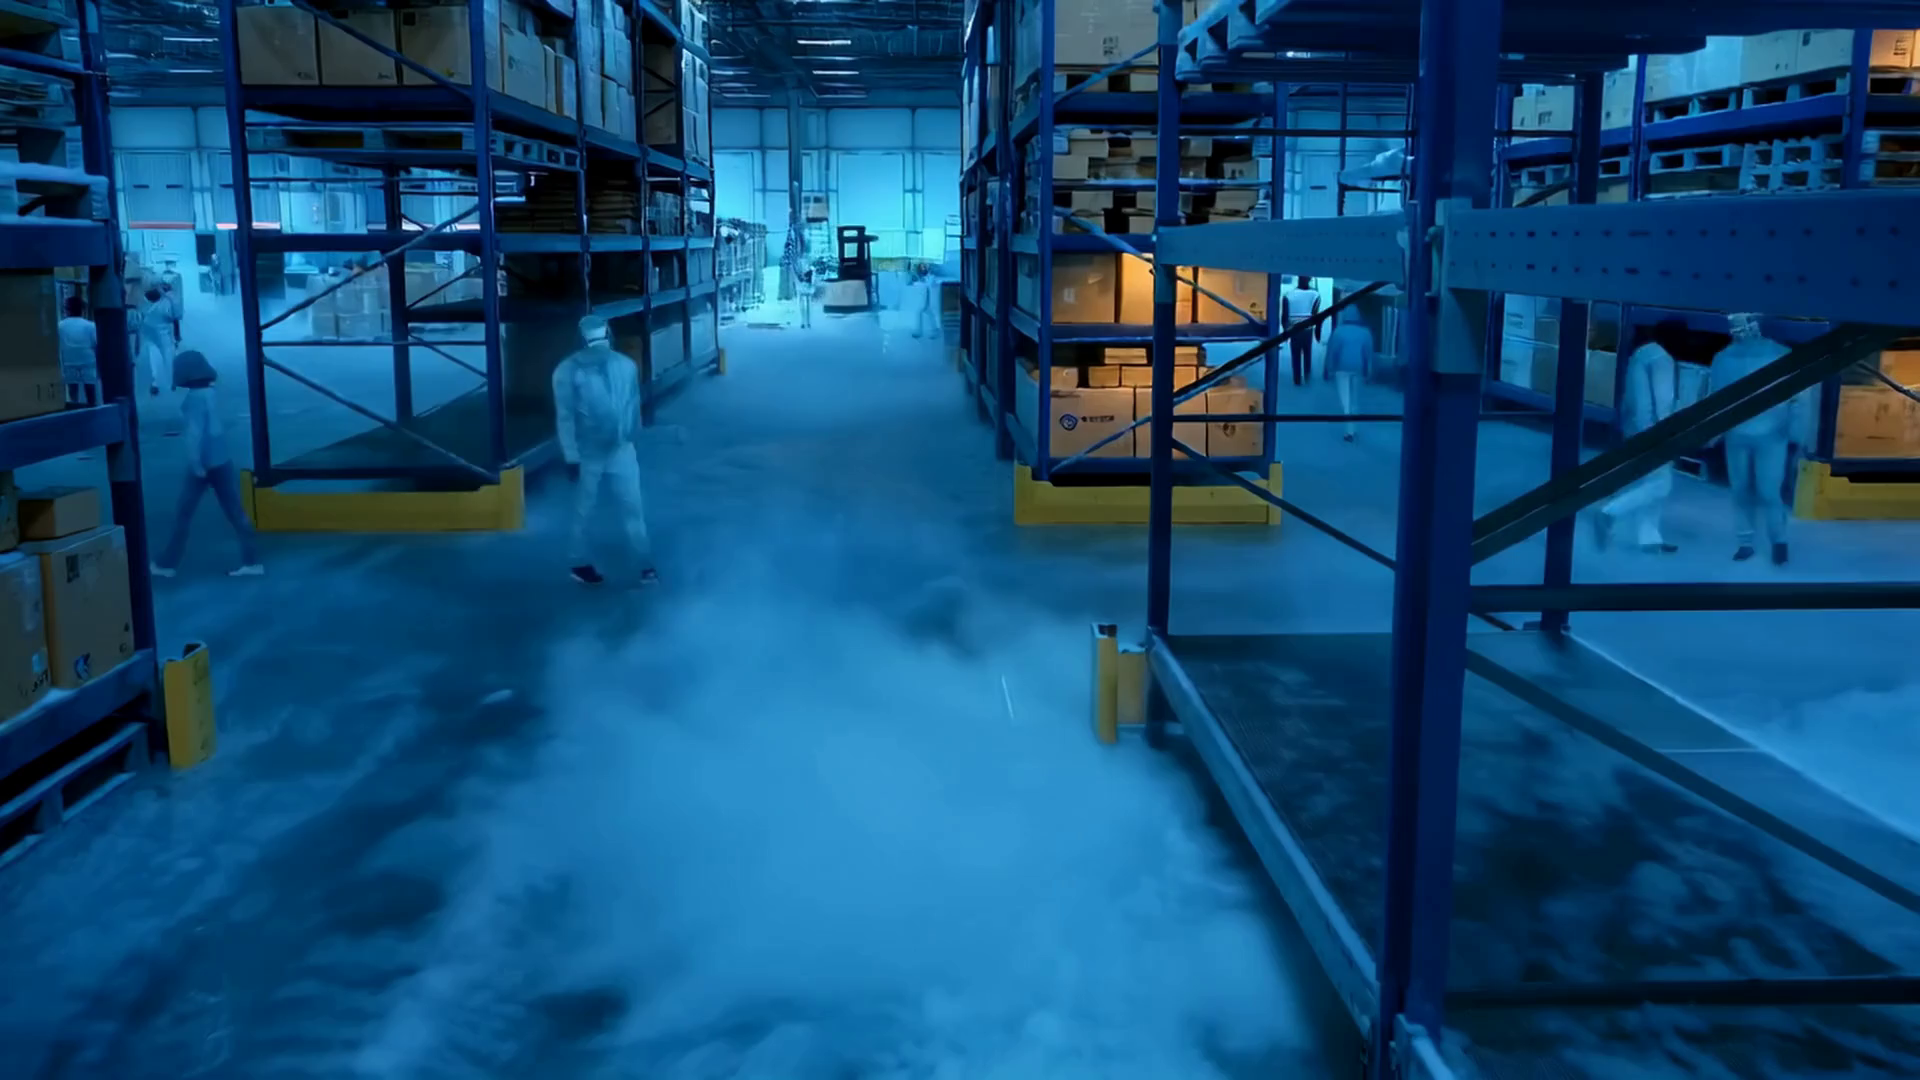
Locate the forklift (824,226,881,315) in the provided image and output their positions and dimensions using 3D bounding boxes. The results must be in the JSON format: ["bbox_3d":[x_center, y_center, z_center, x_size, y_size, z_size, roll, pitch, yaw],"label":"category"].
[{"bbox_3d":[-3.478,-8.624,53.166,1.129,2.768,1.873,5,11,25],"label":"forklift"}]

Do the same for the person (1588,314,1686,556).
[{"bbox_3d":[5.065,-0.771,12.384,0.617,1.809,0.686,2,10,10],"label":"person"}]

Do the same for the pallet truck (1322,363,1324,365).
[{"bbox_3d":[7.712,-4.157,30.737,1.885,1.965,0.823,3,11,16],"label":"pallet truck"}]

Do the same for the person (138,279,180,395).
[{"bbox_3d":[-12.439,-3.178,25.908,0.600,1.785,0.951,-1,10,-5],"label":"person"}]

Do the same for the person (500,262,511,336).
[{"bbox_3d":[-8.712,-4.391,32.128,0.607,1.965,0.366,0,10,3],"label":"person"}]

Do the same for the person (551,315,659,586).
[{"bbox_3d":[-2.405,-0.591,11.288,0.710,1.853,0.825,-9,13,-40],"label":"person"}]

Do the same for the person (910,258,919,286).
[{"bbox_3d":[-1.503,-8.540,55.736,0.983,1.802,0.531,-1,10,-5],"label":"person"}]

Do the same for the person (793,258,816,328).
[{"bbox_3d":[-4.240,-6.749,45.447,0.625,1.902,0.458,0,10,-2],"label":"person"}]

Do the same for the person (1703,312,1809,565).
[{"bbox_3d":[5.743,-0.735,12.068,0.530,1.861,0.682,-9,14,-42],"label":"person"}]

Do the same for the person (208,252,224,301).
[{"bbox_3d":[-29.374,-10.394,65.666,0.436,1.927,0.634,5,11,24],"label":"person"}]

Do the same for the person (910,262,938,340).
[{"bbox_3d":[-0.870,-5.726,39.915,0.757,1.845,0.523,4,11,20],"label":"person"}]

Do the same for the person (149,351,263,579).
[{"bbox_3d":[-5.303,-0.508,11.544,0.847,1.593,0.506,0,10,1],"label":"person"}]

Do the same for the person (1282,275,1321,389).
[{"bbox_3d":[5.461,-3.378,26.705,0.594,1.895,0.732,0,10,2],"label":"person"}]

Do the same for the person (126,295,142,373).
[{"bbox_3d":[-12.258,-2.835,24.336,0.534,1.655,0.880,-2,10,-12],"label":"person"}]

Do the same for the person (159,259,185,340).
[{"bbox_3d":[-18.869,-5.763,39.854,0.379,1.937,0.548,3,11,18],"label":"person"}]

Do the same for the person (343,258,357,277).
[{"bbox_3d":[-18.202,-7.503,49.779,0.503,1.861,0.328,3,11,18],"label":"person"}]

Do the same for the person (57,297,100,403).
[{"bbox_3d":[-11.123,-2.234,20.988,0.545,1.648,0.863,-6,12,-29],"label":"person"}]

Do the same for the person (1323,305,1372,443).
[{"bbox_3d":[4.551,-1.962,19.597,0.520,1.596,0.799,-1,10,-4],"label":"person"}]

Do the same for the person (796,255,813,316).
[{"bbox_3d":[-4.880,-8.042,52.570,0.434,1.928,0.652,10,14,43],"label":"person"}]

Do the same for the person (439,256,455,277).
[{"bbox_3d":[-19.099,-9.586,61.533,0.894,1.807,0.628,6,12,28],"label":"person"}]
